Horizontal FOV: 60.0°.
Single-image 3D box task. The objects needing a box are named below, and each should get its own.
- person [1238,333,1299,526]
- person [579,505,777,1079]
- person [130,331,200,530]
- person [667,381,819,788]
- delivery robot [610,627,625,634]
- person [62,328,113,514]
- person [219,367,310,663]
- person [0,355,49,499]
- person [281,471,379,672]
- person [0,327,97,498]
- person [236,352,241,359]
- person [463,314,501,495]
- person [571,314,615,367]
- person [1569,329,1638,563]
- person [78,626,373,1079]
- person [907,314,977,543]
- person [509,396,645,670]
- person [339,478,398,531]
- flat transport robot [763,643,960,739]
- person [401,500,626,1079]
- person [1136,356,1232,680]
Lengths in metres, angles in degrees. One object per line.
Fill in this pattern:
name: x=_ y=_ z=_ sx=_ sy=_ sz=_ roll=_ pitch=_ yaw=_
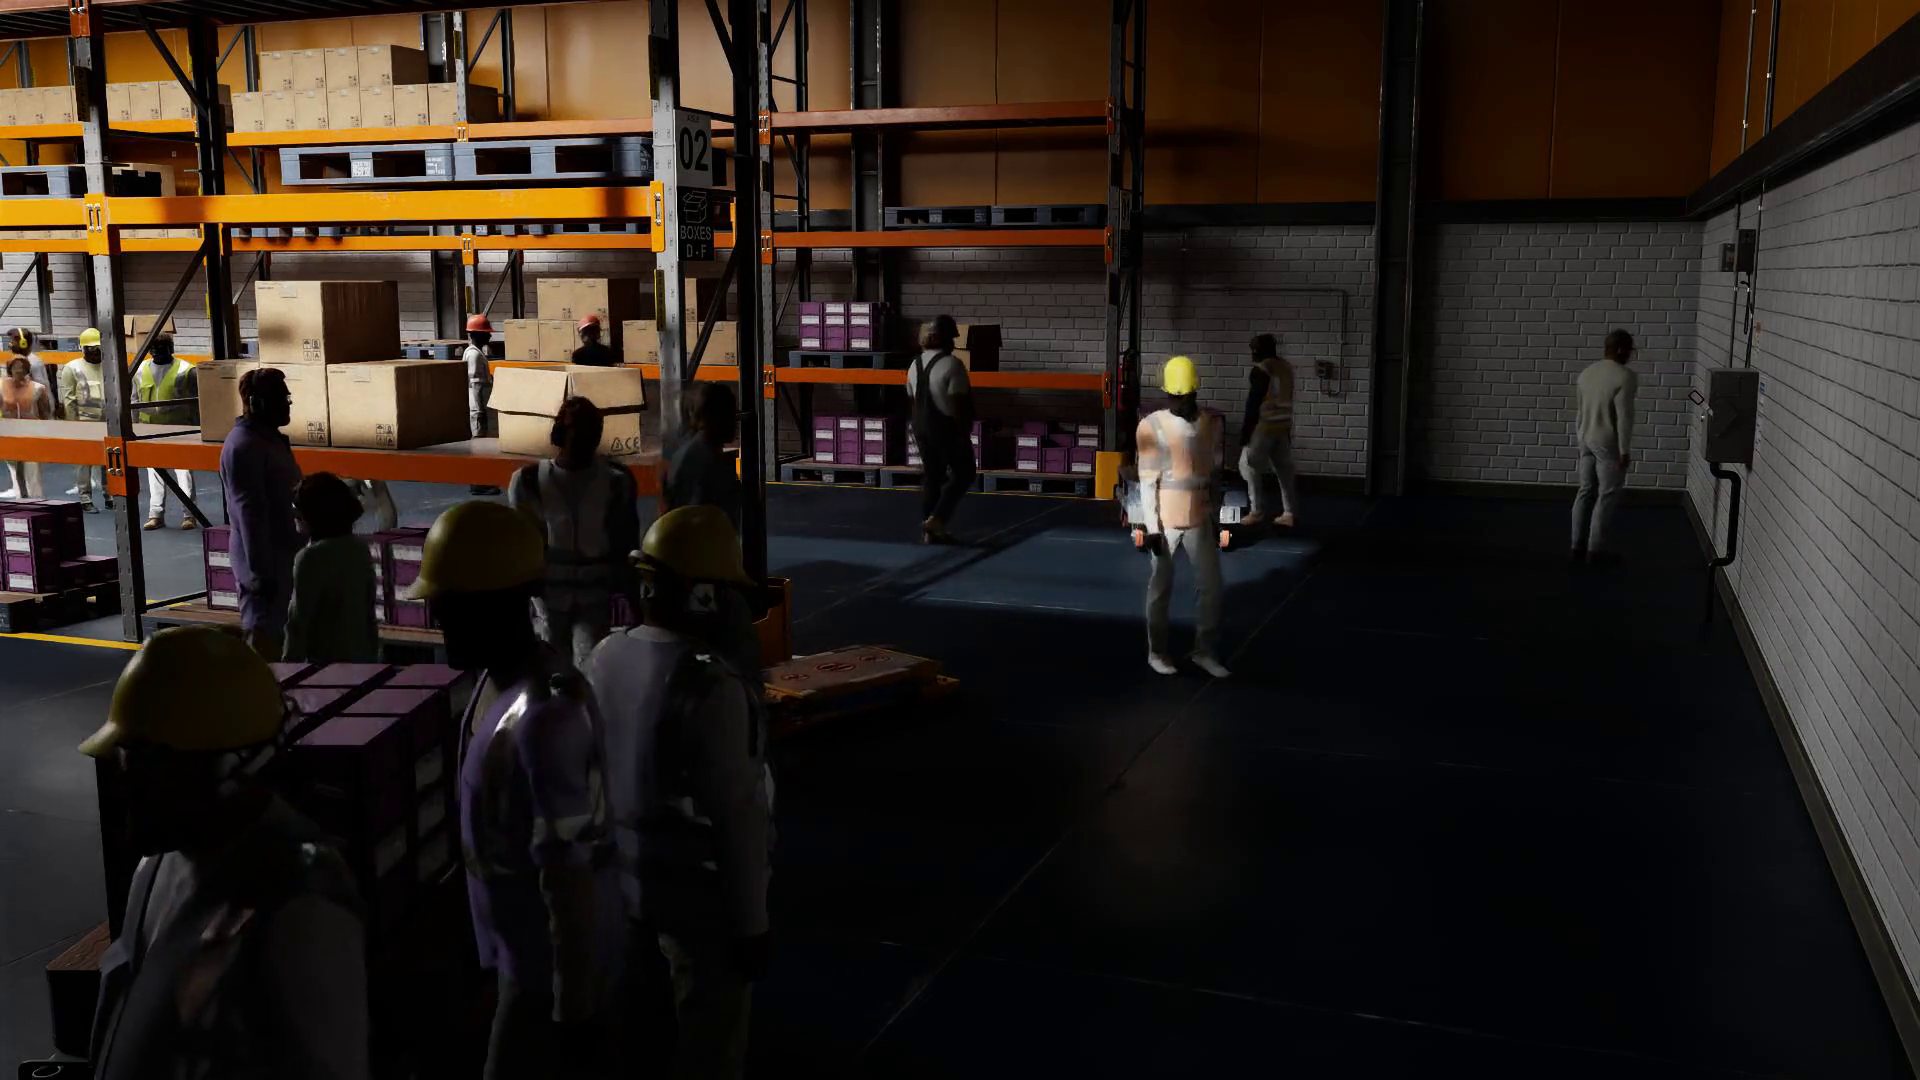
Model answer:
person: x=2.892 y=-1.015 z=15.542 sx=0.561 sy=1.811 sz=0.651 roll=7 pitch=12 yaw=38
person: x=-0.638 y=0.824 z=3.973 sx=0.403 sy=1.822 sz=0.589 roll=-9 pitch=13 yaw=-44
person: x=-7.347 y=-1.006 z=15.401 sx=0.625 sy=1.844 sz=0.429 roll=-1 pitch=9 yaw=-6
person: x=-1.148 y=0.228 z=7.548 sx=0.967 sy=1.881 sz=0.645 roll=-4 pitch=10 yaw=-24
delivery robot: x=-1.754 y=0.689 z=8.490 sx=0.707 sy=0.478 sz=0.477 roll=-1 pitch=9 yaw=-7
person: x=-8.583 y=-1.187 z=16.556 sx=0.404 sy=1.834 sz=0.592 roll=6 pitch=11 yaw=32
person: x=-3.387 y=0.106 z=8.212 sx=0.401 sy=1.910 sz=0.640 roll=-2 pitch=9 yaw=-13
person: x=-9.147 y=-1.005 z=16.197 sx=0.515 sy=1.586 sz=0.899 roll=-5 pitch=10 yaw=-27
person: x=-2.460 y=0.511 z=6.629 sx=0.725 sy=1.602 sz=0.483 roll=0 pitch=9 yaw=3
person: x=-9.794 y=-1.366 z=17.779 sx=0.937 sy=1.817 sz=0.485 roll=-5 pitch=10 yaw=-27
person: x=-6.702 y=-1.007 z=15.591 sx=0.697 sy=1.790 sz=0.825 roll=1 pitch=9 yaw=6
person: x=-5.139 y=-1.448 z=17.870 sx=0.364 sy=1.935 sz=0.553 roll=-3 pitch=10 yaw=-18
person: x=-4.002 y=-1.454 z=17.925 sx=1.073 sy=1.921 sz=0.620 roll=7 pitch=11 yaw=38
person: x=5.298 y=-0.768 z=13.680 sx=0.418 sy=1.921 sz=0.646 roll=-3 pitch=10 yaw=-20
person: x=-1.145 y=1.024 z=2.699 sx=0.447 sy=1.822 sz=0.591 roll=-8 pitch=12 yaw=-40
person: x=-0.136 y=-0.971 z=14.553 sx=0.537 sy=2.000 sz=0.695 roll=-8 pitch=12 yaw=-40
person: x=-1.728 y=0.257 z=7.524 sx=0.593 sy=1.833 sz=0.975 roll=-2 pitch=9 yaw=-12
person: x=-4.387 y=-0.522 z=12.367 sx=0.849 sy=1.836 sz=0.504 roll=4 pitch=10 yaw=26
flat transport robot: x=-0.723 y=0.796 z=9.001 sx=0.652 sy=0.197 sz=1.431 roll=8 pitch=12 yaw=43
person: x=-0.835 y=0.846 z=3.608 sx=0.723 sy=1.903 sz=0.588 roll=-4 pitch=10 yaw=-22
person: x=1.306 y=-0.116 z=9.670 sx=0.600 sy=1.887 sz=0.681 roll=-4 pitch=10 yaw=-22
